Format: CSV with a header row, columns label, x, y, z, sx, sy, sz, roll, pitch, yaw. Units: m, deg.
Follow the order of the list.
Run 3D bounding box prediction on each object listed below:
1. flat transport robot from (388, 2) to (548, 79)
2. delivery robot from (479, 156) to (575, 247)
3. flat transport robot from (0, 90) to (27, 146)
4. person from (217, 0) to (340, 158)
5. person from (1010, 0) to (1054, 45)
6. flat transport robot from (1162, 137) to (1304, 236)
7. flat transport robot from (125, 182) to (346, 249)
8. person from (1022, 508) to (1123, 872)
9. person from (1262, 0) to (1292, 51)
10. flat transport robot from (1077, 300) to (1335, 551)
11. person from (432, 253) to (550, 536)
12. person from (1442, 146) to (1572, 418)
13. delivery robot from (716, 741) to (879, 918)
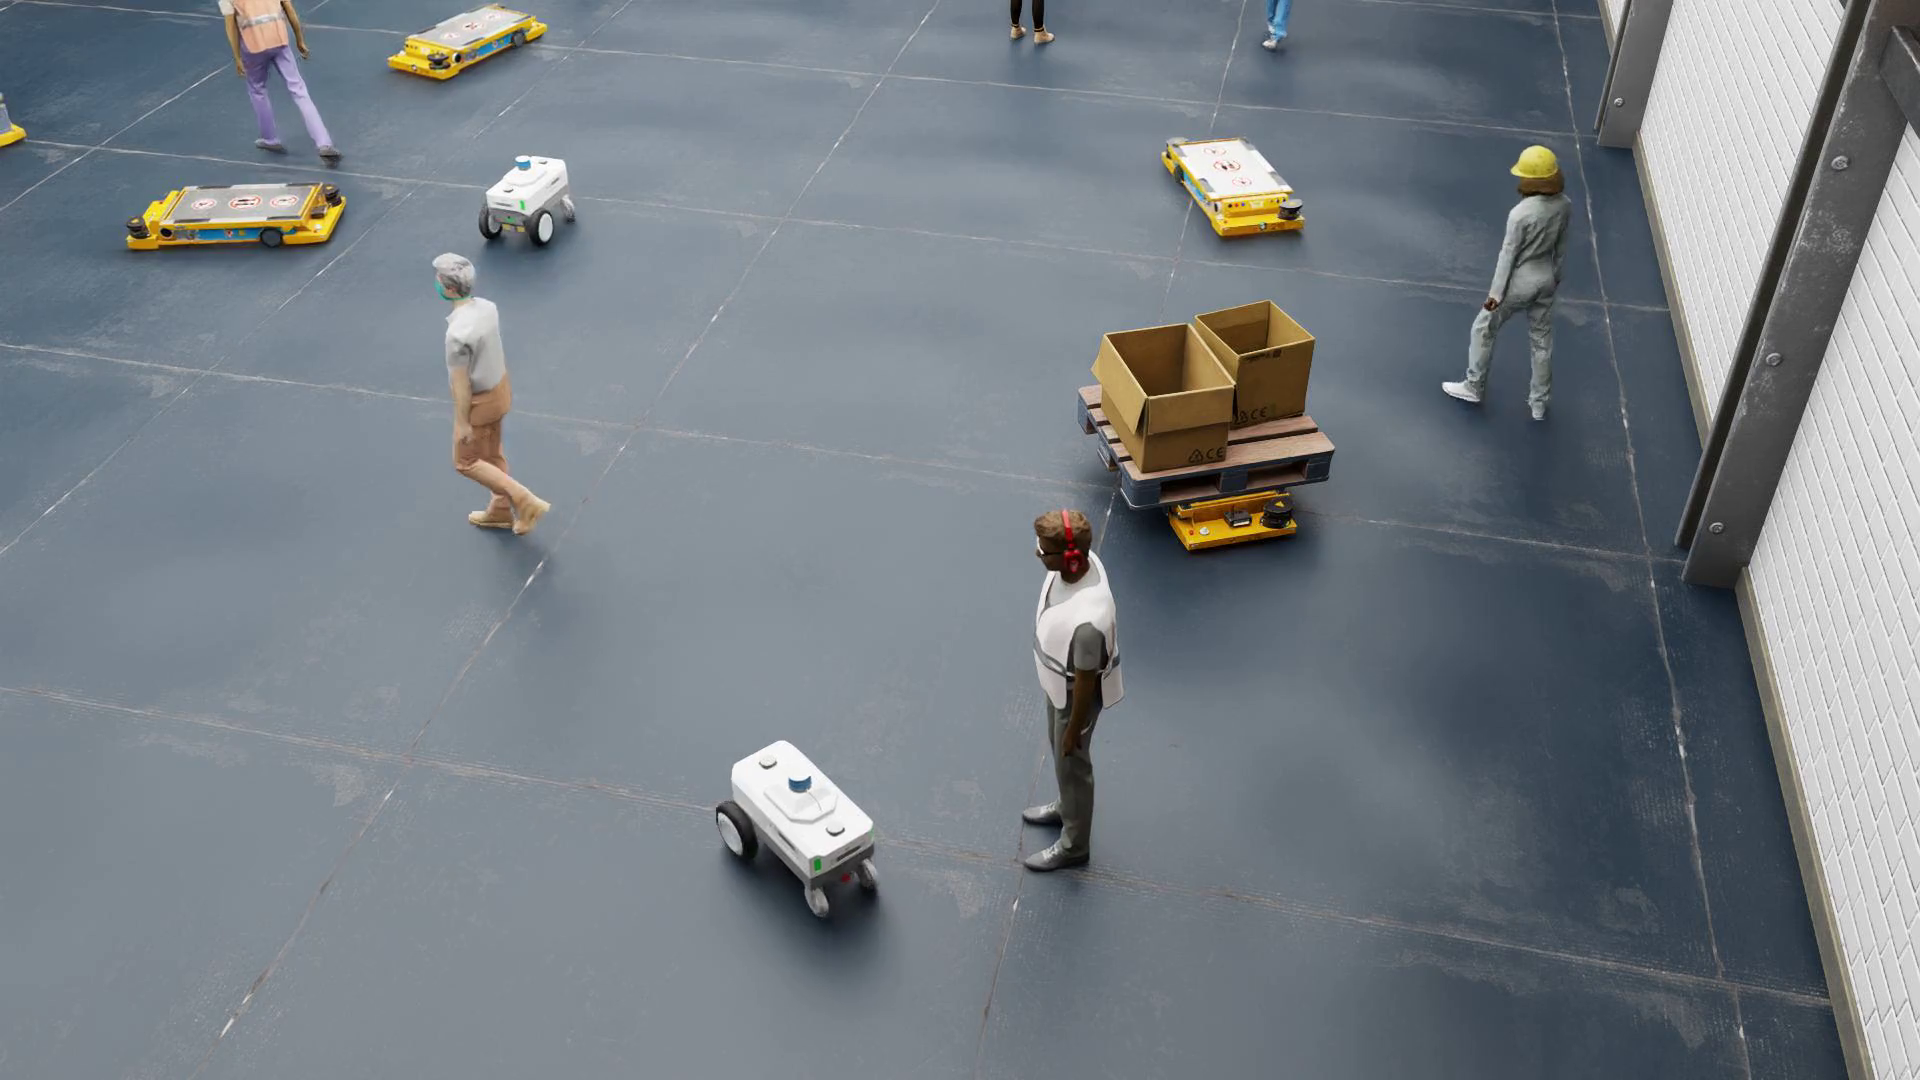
label,x,y,z,sx,sy,sz,roll,pitch,yaw
flat transport robot,-4.551,-4.635,15.421,0.659,0.231,1.431,19,41,23
delivery robot,-3.217,-2.554,12.396,0.519,0.593,0.765,10,38,13
flat transport robot,-8.446,-3.189,13.486,0.659,0.231,1.431,23,43,28
person,-5.428,-3.875,13.133,0.843,1.795,0.603,30,46,34
person,0.652,-5.415,15.274,0.532,1.692,0.320,22,42,27
flat transport robot,2.104,-2.774,12.931,0.659,0.231,1.431,-8,37,-10
flat transport robot,-5.414,-2.427,12.466,1.431,0.231,0.659,-3,37,-3
person,0.474,0.631,7.072,0.411,1.832,0.564,-4,37,-5
person,2.956,-5.353,15.212,0.512,1.667,0.764,9,38,12
flat transport robot,1.396,-0.455,9.828,0.659,0.231,1.431,-9,38,-12
person,-2.572,-0.747,8.997,0.445,1.729,0.496,5,37,7
person,3.412,-1.556,10.103,0.581,1.710,0.680,-19,41,-24
delivery robot,-0.705,1.226,7.337,0.499,0.592,0.774,-26,44,-30
